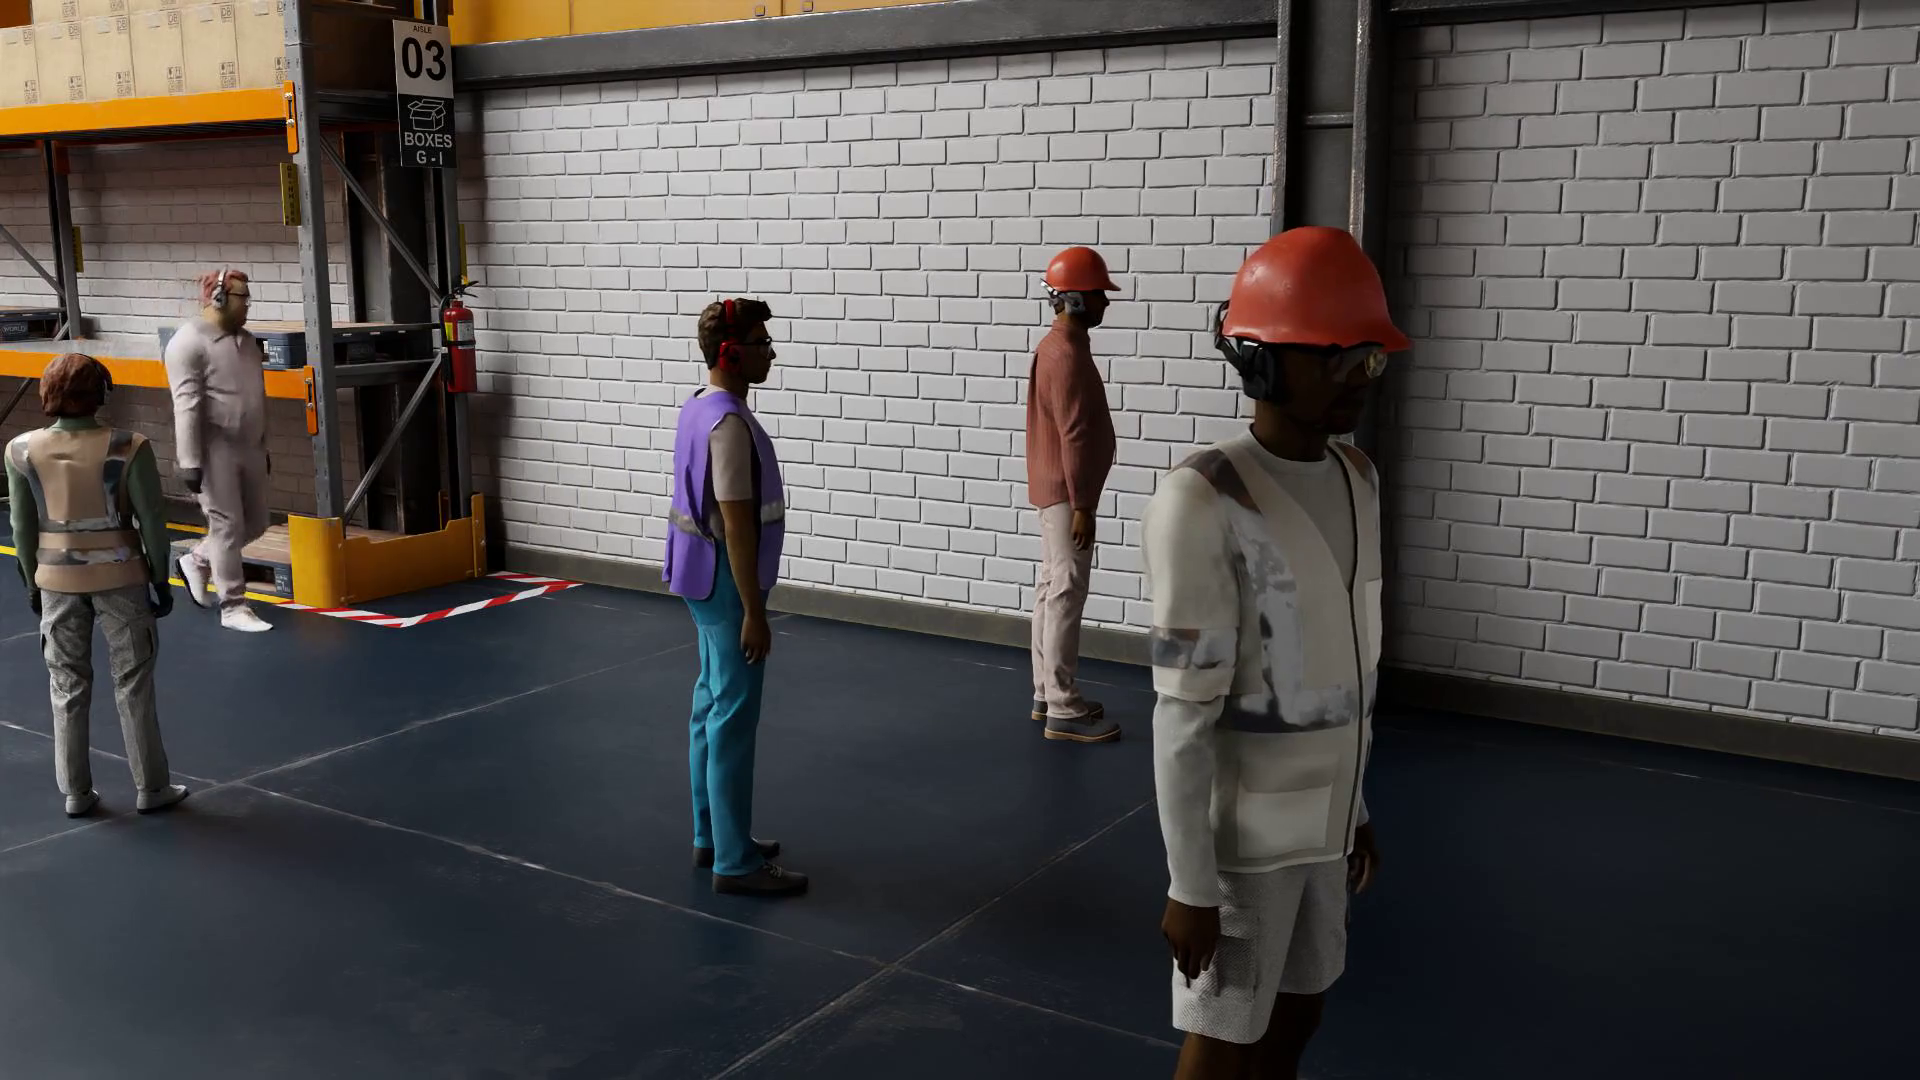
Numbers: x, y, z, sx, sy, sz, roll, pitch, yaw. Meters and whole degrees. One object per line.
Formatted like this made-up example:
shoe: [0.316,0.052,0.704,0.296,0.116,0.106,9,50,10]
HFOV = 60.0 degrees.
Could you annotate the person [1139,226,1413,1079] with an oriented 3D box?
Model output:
person: [0.568,0.493,2.890,0.383,2.041,0.616,9,13,40]

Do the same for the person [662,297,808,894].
person: [-0.725,0.175,5.193,0.388,1.848,0.564,-4,11,-19]

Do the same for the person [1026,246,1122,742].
person: [0.456,-0.186,6.786,0.376,1.995,0.609,-1,10,-6]

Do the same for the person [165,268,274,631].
person: [-3.897,-0.472,8.711,0.654,1.884,0.676,2,11,14]

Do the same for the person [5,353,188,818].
person: [-3.022,0.168,5.821,0.511,1.638,0.307,-1,10,-7]
